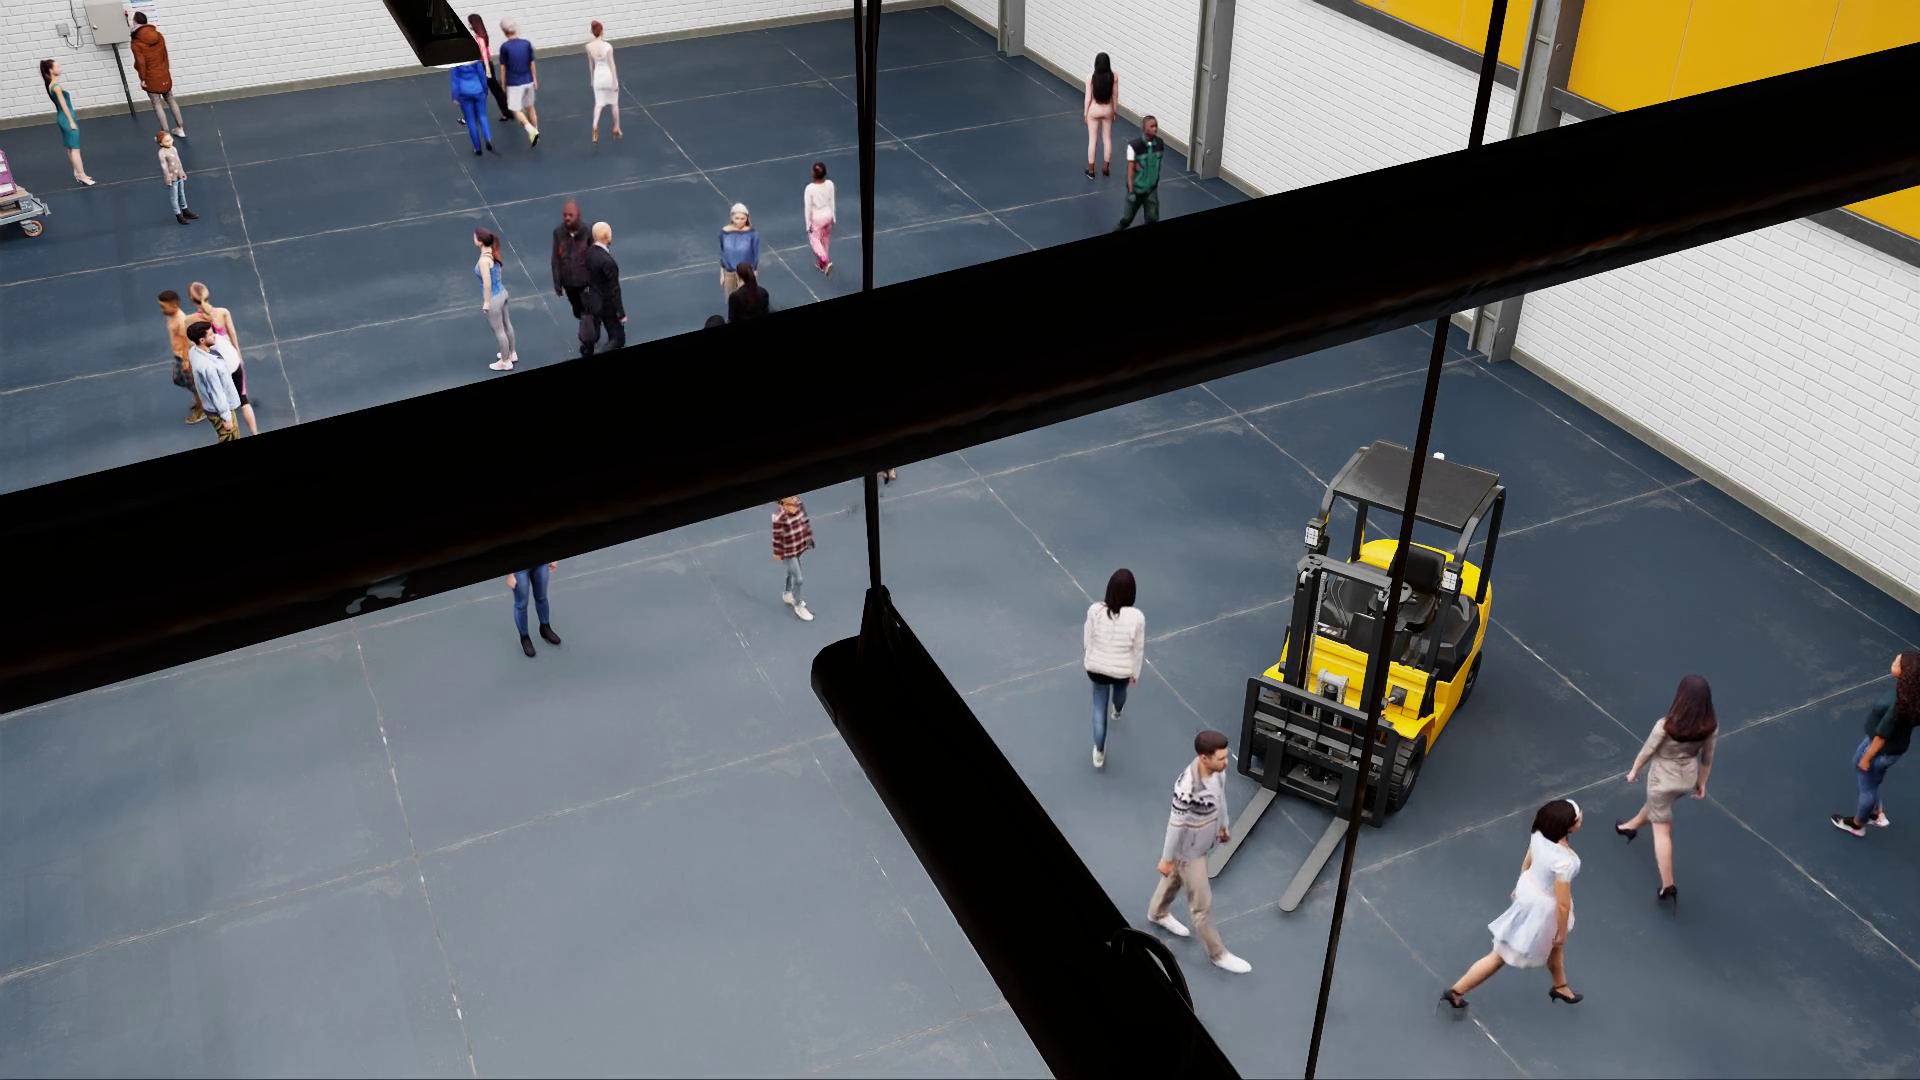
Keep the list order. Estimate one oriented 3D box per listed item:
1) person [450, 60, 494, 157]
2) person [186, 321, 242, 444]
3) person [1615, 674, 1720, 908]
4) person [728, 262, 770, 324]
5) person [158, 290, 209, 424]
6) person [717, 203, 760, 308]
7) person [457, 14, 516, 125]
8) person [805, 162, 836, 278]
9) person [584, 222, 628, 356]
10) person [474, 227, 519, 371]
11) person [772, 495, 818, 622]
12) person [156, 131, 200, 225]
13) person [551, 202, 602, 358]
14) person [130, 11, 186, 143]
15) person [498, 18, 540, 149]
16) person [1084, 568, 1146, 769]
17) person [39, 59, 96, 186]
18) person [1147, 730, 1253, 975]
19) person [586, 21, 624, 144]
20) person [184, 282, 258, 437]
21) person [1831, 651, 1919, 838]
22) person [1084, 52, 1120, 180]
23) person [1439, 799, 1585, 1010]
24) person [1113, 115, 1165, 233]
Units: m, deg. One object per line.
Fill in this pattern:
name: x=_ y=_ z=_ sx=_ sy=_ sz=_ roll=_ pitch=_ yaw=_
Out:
person: x=-6.806 y=-6.183 z=23.224 sx=0.674 sy=1.682 sz=0.699 roll=-16 pitch=37 yaw=-22
person: x=-6.980 y=-1.232 z=15.661 sx=0.756 sy=1.809 sz=0.535 roll=-19 pitch=38 yaw=-27
person: x=4.858 y=1.723 z=11.312 sx=0.837 sy=1.701 sz=1.172 roll=-4 pitch=34 yaw=-5
person: x=-2.115 y=-1.995 z=16.962 sx=0.651 sy=1.639 sz=0.716 roll=-20 pitch=38 yaw=-27
person: x=-7.857 y=-1.900 z=16.988 sx=0.654 sy=1.451 sz=0.723 roll=28 pitch=42 yaw=35
person: x=-2.418 y=-2.955 z=18.373 sx=0.913 sy=1.675 sz=1.049 roll=5 pitch=34 yaw=8
person: x=-6.856 y=-6.829 z=24.261 sx=0.817 sy=1.609 sz=1.069 roll=-7 pitch=34 yaw=-11
person: x=-1.642 y=-3.835 z=19.919 sx=0.570 sy=1.430 sz=0.819 roll=-17 pitch=37 yaw=-23
person: x=-3.783 y=-2.424 z=17.492 sx=0.894 sy=1.767 sz=0.961 roll=-18 pitch=37 yaw=-25
person: x=-5.009 y=-2.607 z=17.909 sx=0.712 sy=1.609 sz=0.626 roll=5 pitch=34 yaw=8
person: x=-1.487 y=0.028 z=14.231 sx=0.769 sy=1.293 sz=0.691 roll=20 pitch=38 yaw=27
person: x=-10.130 y=-4.690 z=21.418 sx=0.620 sy=1.194 sz=0.556 roll=10 pitch=35 yaw=15
person: x=-4.105 y=-2.848 z=18.101 sx=1.107 sy=1.799 sz=1.323 roll=3 pitch=34 yaw=5
person: x=-11.470 y=-6.612 z=23.728 sx=0.907 sy=1.839 sz=0.855 roll=14 pitch=36 yaw=20
person: x=-6.188 y=-6.410 z=23.451 sx=0.798 sy=1.809 sz=0.986 roll=-21 pitch=39 yaw=-28
person: x=1.123 y=0.989 z=12.515 sx=0.986 sy=1.591 sz=1.160 roll=5 pitch=34 yaw=7
person: x=-12.010 y=-5.622 z=22.372 sx=0.643 sy=1.691 sz=0.463 roll=-21 pitch=39 yaw=-28
person: x=1.447 y=1.938 z=10.871 sx=1.207 sy=1.831 sz=1.075 roll=19 pitch=38 yaw=26
person: x=-5.073 y=-6.424 z=23.505 sx=0.952 sy=1.773 sz=1.049 roll=9 pitch=35 yaw=13
person: x=-7.274 y=-1.700 z=16.389 sx=0.637 sy=1.781 sz=0.590 roll=-20 pitch=38 yaw=-27
person: x=6.606 y=1.493 z=11.740 sx=0.685 sy=1.611 sz=0.709 roll=-27 pitch=42 yaw=-34
person: x=1.910 y=-5.778 z=22.579 sx=0.670 sy=1.721 sz=0.627 roll=-6 pitch=34 yaw=-8
person: x=3.484 y=2.345 z=10.316 sx=0.980 sy=1.769 sz=1.218 roll=-3 pitch=34 yaw=-5
person: x=2.166 y=-4.290 z=20.271 sx=0.667 sy=1.798 sz=1.176 roll=-14 pitch=36 yaw=-20
